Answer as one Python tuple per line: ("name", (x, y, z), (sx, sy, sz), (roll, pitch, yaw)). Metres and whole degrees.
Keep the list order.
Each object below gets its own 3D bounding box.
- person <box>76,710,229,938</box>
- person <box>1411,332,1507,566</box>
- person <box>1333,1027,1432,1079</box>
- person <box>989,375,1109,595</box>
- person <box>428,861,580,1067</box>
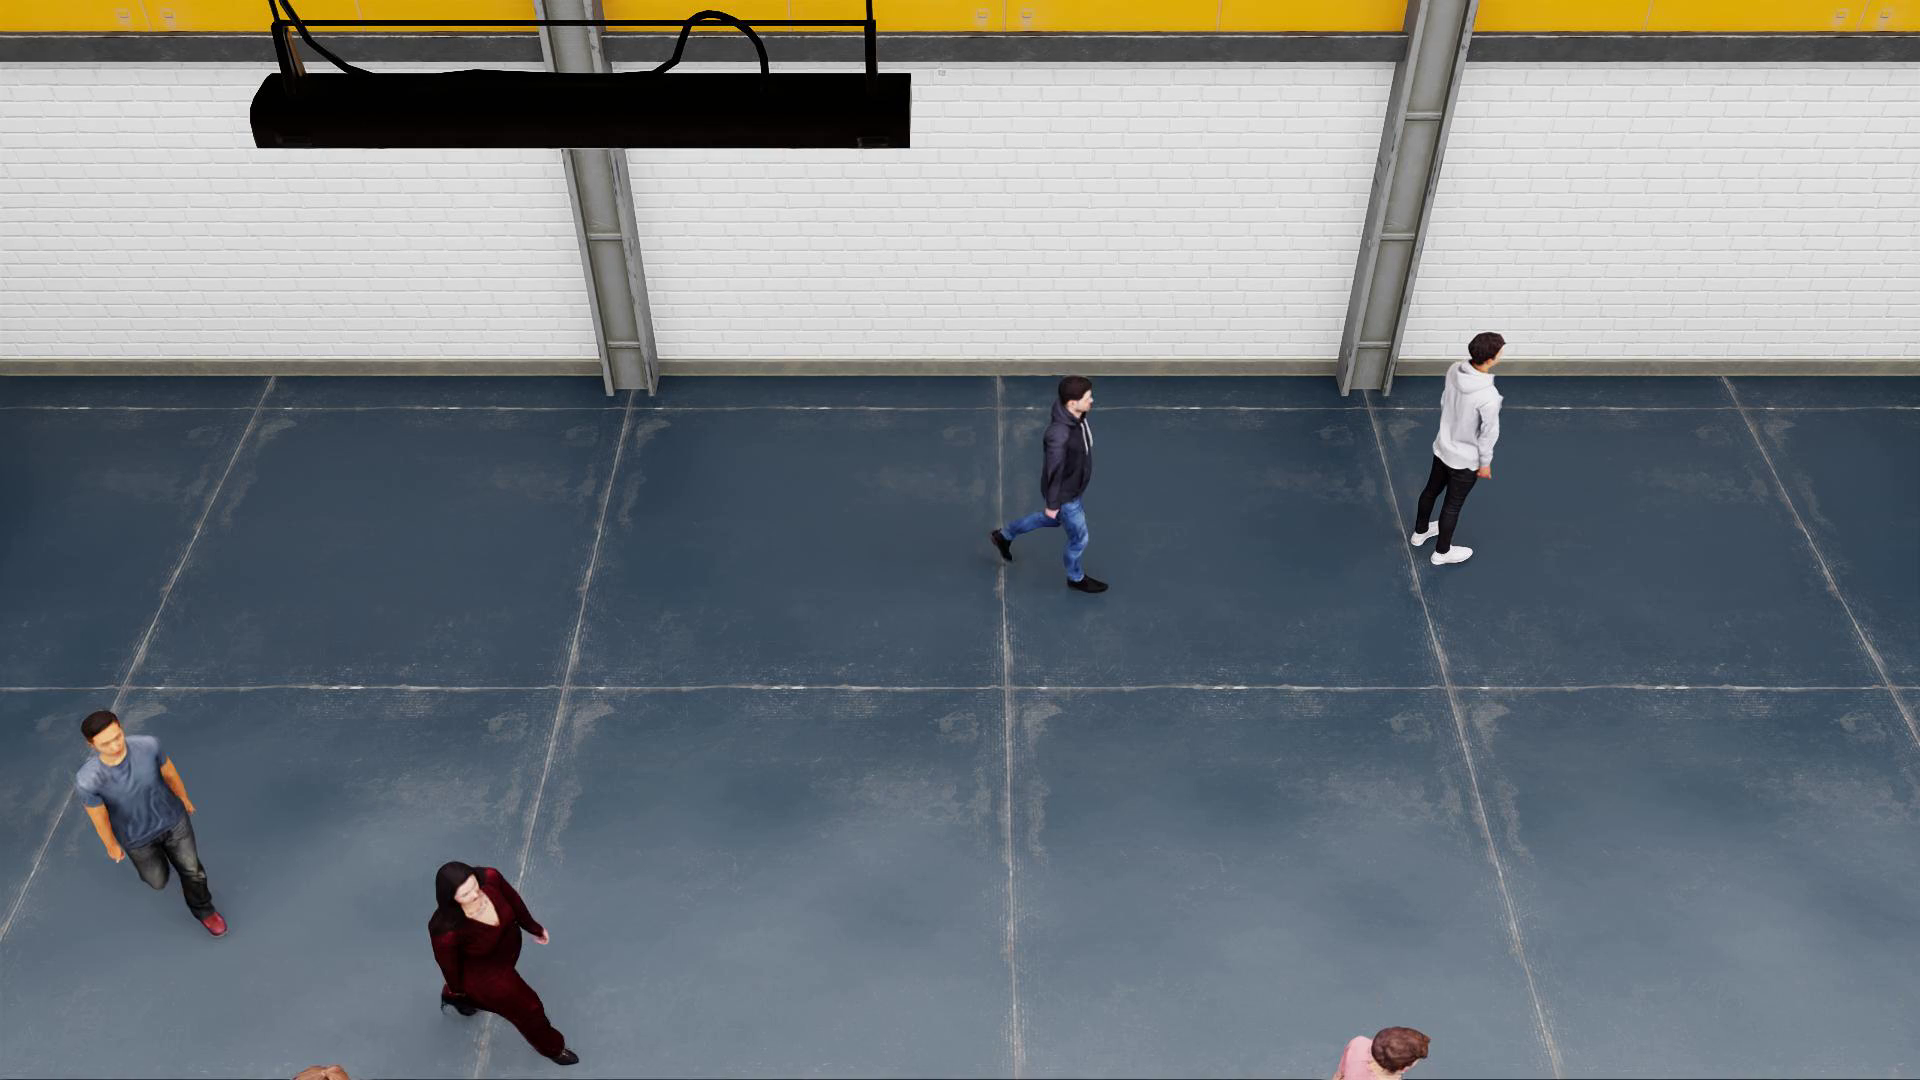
("person", (-4.623, 1.559, 9.400), (1.059, 1.793, 0.989), (32, 52, 29))
("person", (3.485, -0.646, 11.616), (0.756, 1.930, 0.769), (-18, 47, -18))
("person", (1.810, 2.881, 7.903), (0.747, 1.943, 0.751), (-13, 45, -14))
("person", (0.619, -0.387, 11.391), (1.203, 1.864, 0.866), (10, 45, 10))
("person", (-2.588, 2.190, 8.797), (1.171, 1.712, 0.847), (10, 44, 10))
